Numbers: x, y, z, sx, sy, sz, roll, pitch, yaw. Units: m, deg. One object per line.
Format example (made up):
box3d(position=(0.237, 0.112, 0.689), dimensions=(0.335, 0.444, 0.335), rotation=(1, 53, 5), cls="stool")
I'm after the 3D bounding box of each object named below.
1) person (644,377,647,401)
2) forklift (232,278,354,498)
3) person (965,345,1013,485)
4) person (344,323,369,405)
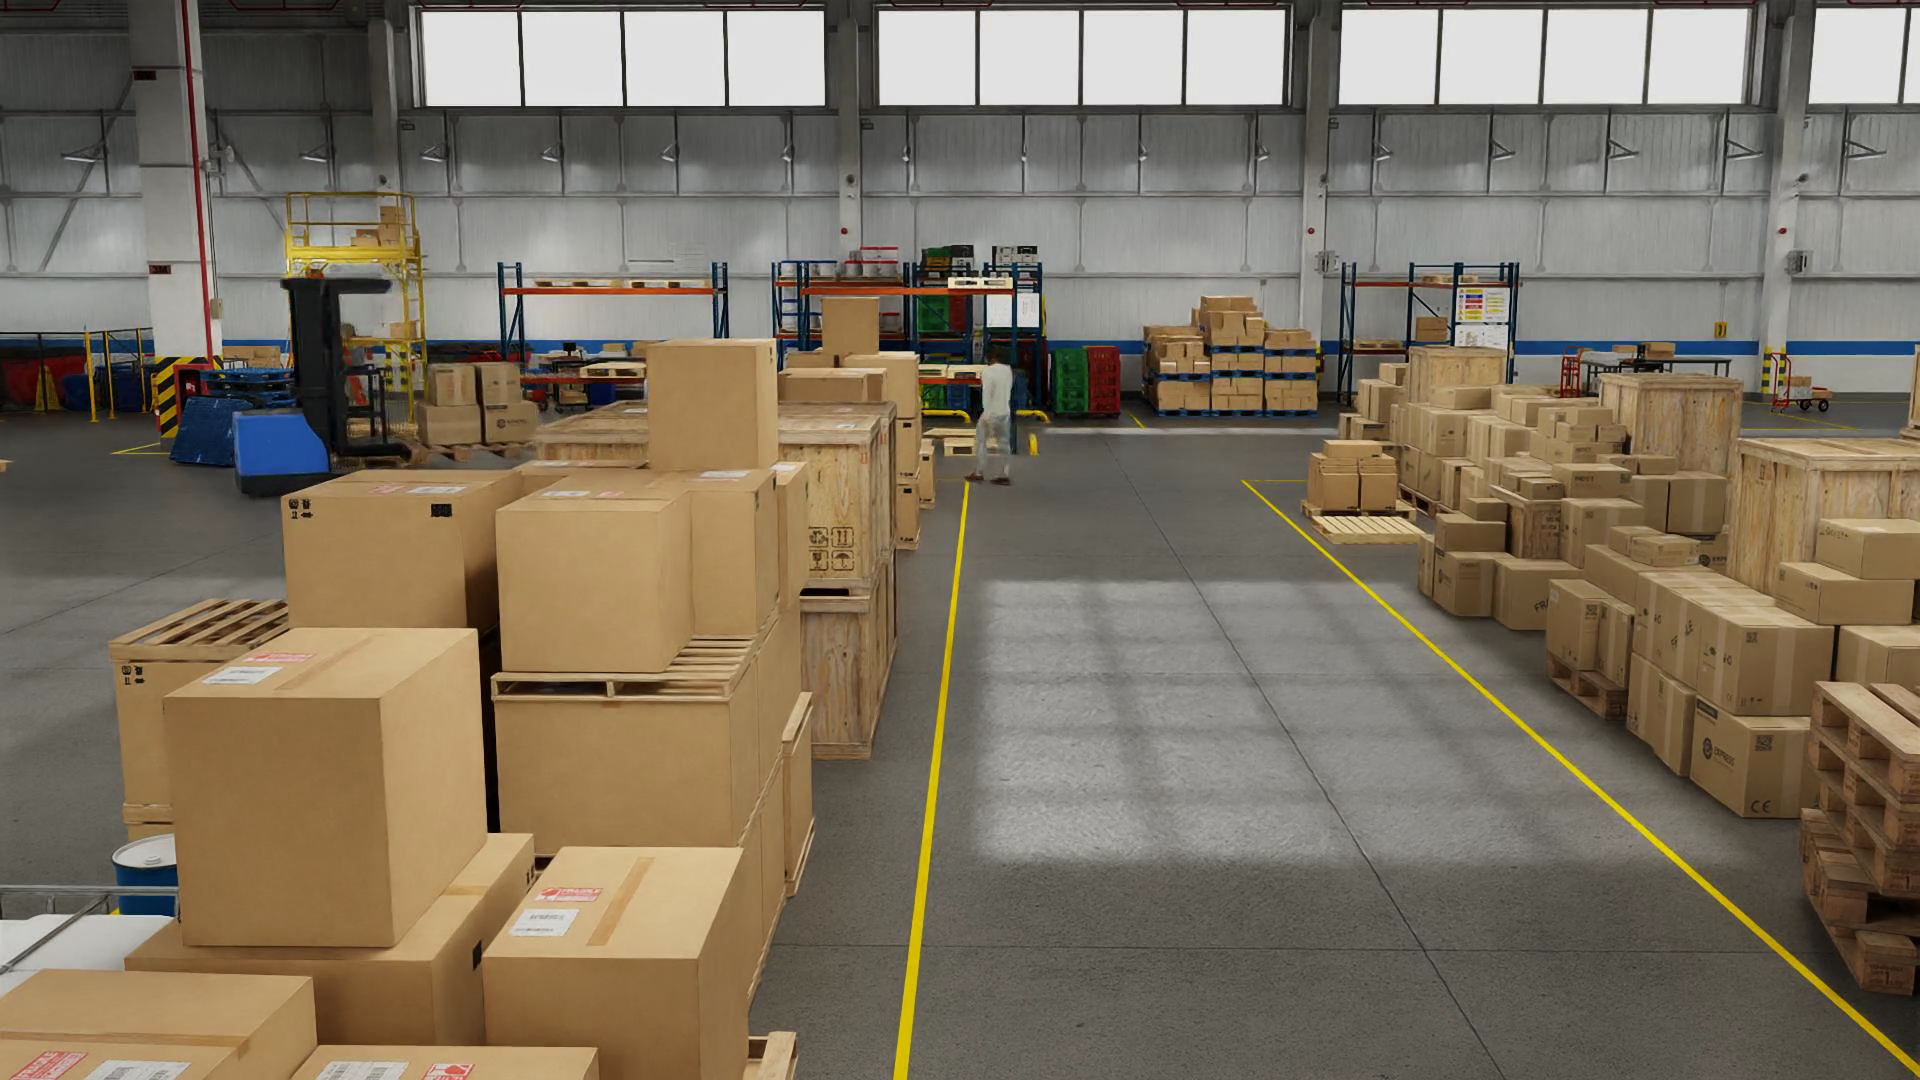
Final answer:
box3d(position=(-3.870, -1.574, 21.930), dimensions=(0.554, 1.921, 0.447), rotation=(1, 10, 5), cls="person")
box3d(position=(-8.564, -2.040, 21.857), dimensions=(1.873, 2.768, 1.129), rotation=(-5, 11, -27), cls="forklift")
box3d(position=(0.390, -1.706, 22.761), dimensions=(0.824, 1.907, 0.645), rotation=(8, 12, 39), cls="person")
box3d(position=(-11.487, -3.124, 31.320), dimensions=(0.632, 1.884, 0.991), rotation=(5, 11, 26), cls="person")
